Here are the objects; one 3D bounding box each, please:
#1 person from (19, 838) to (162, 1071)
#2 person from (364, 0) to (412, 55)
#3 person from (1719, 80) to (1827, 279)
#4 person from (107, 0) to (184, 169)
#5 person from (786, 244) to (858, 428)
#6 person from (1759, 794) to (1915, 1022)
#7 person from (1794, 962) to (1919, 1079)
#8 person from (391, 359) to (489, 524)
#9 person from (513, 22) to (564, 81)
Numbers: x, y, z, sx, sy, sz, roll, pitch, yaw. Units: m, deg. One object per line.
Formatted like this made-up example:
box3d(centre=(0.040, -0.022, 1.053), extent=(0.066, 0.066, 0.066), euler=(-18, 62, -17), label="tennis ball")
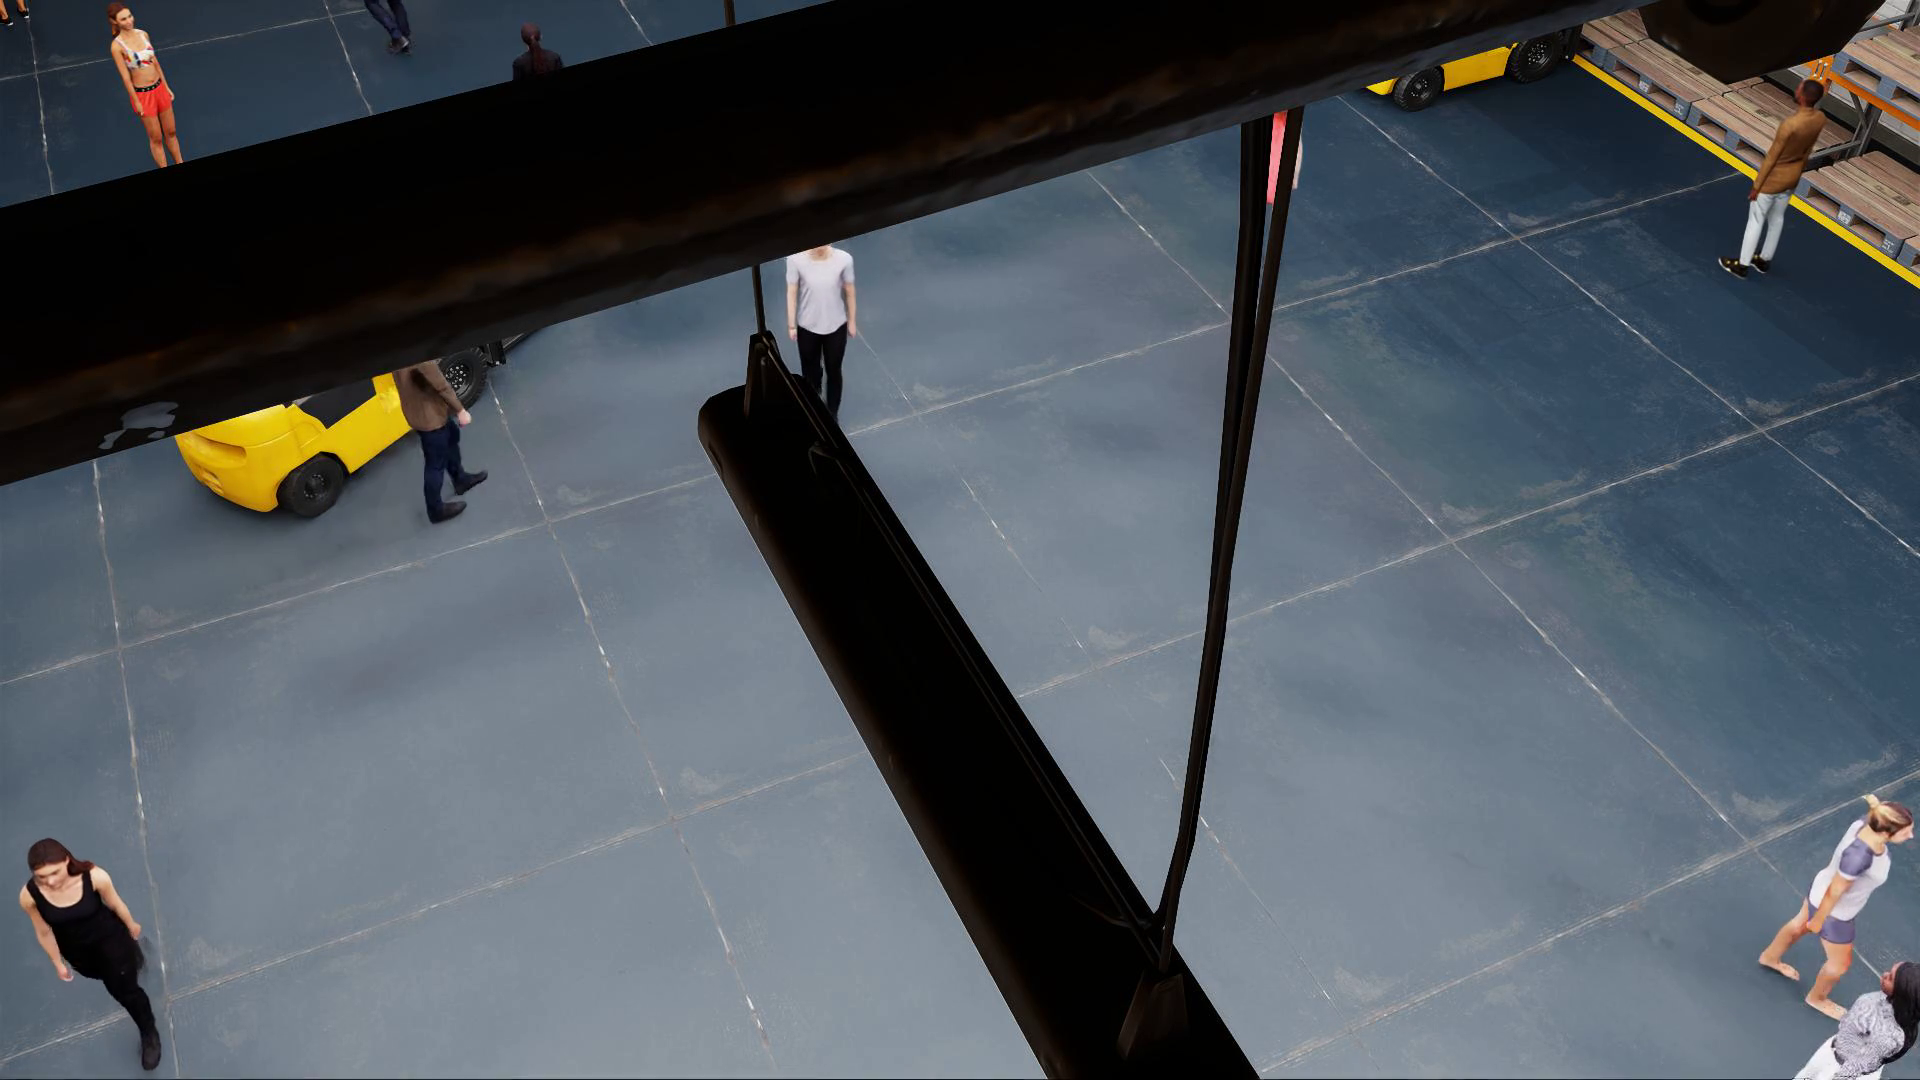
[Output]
box3d(centre=(-4.598, 2.069, 8.829), extent=(0.679, 1.665, 1.092), euler=(-12, 45, -12), label="person")
box3d(centre=(-5.851, -5.814, 16.980), extent=(0.901, 1.835, 0.885), euler=(26, 49, 24), label="person")
box3d(centre=(6.959, -3.055, 14.099), extent=(0.631, 1.815, 0.537), euler=(-16, 46, -16), label="person")
box3d(centre=(-7.392, -4.050, 15.160), extent=(0.731, 1.792, 0.679), euler=(18, 46, 18), label="person")
box3d(centre=(-1.048, -1.675, 12.621), extent=(0.843, 1.855, 0.964), euler=(-3, 44, -3), label="person")
box3d(centre=(4.679, 1.917, 9.029), extent=(0.866, 1.609, 0.778), euler=(23, 48, 22), label="person")
box3d(centre=(4.453, 2.654, 8.188), extent=(1.028, 1.702, 0.873), euler=(26, 50, 25), label="person")
box3d(centre=(-3.852, -0.878, 11.776), extent=(0.829, 1.867, 0.819), euler=(-28, 50, -26), label="person")
box3d(centre=(-3.739, -3.819, 15.046), extent=(0.609, 1.614, 1.044), euler=(-19, 47, -19), label="person")
